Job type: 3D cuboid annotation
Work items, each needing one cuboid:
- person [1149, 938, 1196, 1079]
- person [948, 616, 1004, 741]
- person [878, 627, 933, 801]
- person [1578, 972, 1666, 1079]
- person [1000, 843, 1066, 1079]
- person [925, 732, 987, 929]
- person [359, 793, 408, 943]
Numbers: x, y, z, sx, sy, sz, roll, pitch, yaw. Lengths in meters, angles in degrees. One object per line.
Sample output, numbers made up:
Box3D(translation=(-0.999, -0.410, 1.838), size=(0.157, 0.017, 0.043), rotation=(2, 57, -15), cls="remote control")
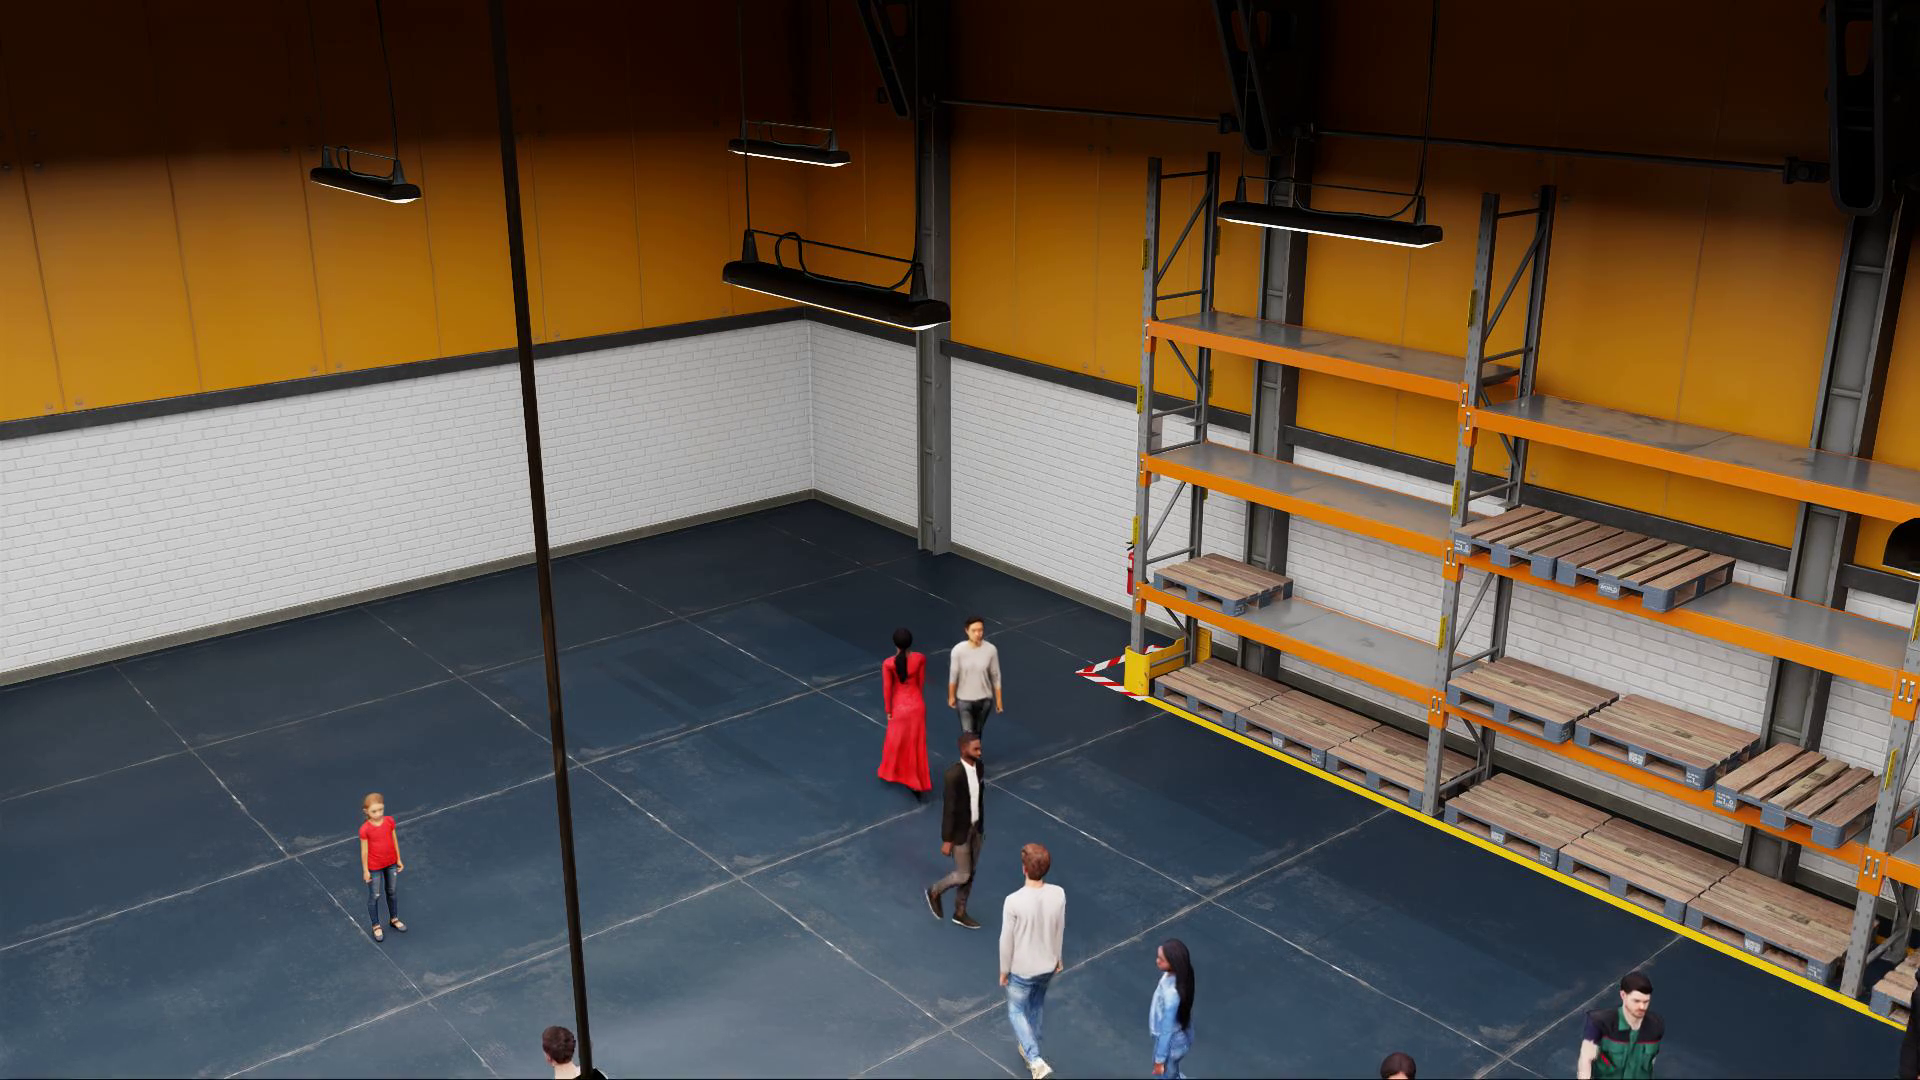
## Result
Box3D(translation=(1.542, 3.464, 11.324), size=(0.906, 1.696, 0.826), rotation=(7, 20, 21), cls="person")
Box3D(translation=(0.131, 1.578, 16.816), size=(1.051, 1.764, 1.280), rotation=(-4, 19, -11), cls="person")
Box3D(translation=(-0.493, 1.728, 16.394), size=(0.866, 1.749, 1.116), rotation=(-6, 20, -18), cls="person")
Box3D(translation=(4.182, 3.563, 10.764), size=(1.179, 1.866, 1.282), rotation=(1, 19, 3), cls="person")
Box3D(translation=(0.554, 3.119, 12.052), size=(0.868, 1.885, 1.077), rotation=(-6, 20, -19), cls="person")
Box3D(translation=(-0.046, 2.458, 14.171), size=(0.837, 1.785, 0.791), rotation=(16, 24, 38), cls="person")
Box3D(translation=(-4.903, 2.737, 14.088), size=(0.495, 1.309, 0.481), rotation=(-17, 25, -41), cls="person")
